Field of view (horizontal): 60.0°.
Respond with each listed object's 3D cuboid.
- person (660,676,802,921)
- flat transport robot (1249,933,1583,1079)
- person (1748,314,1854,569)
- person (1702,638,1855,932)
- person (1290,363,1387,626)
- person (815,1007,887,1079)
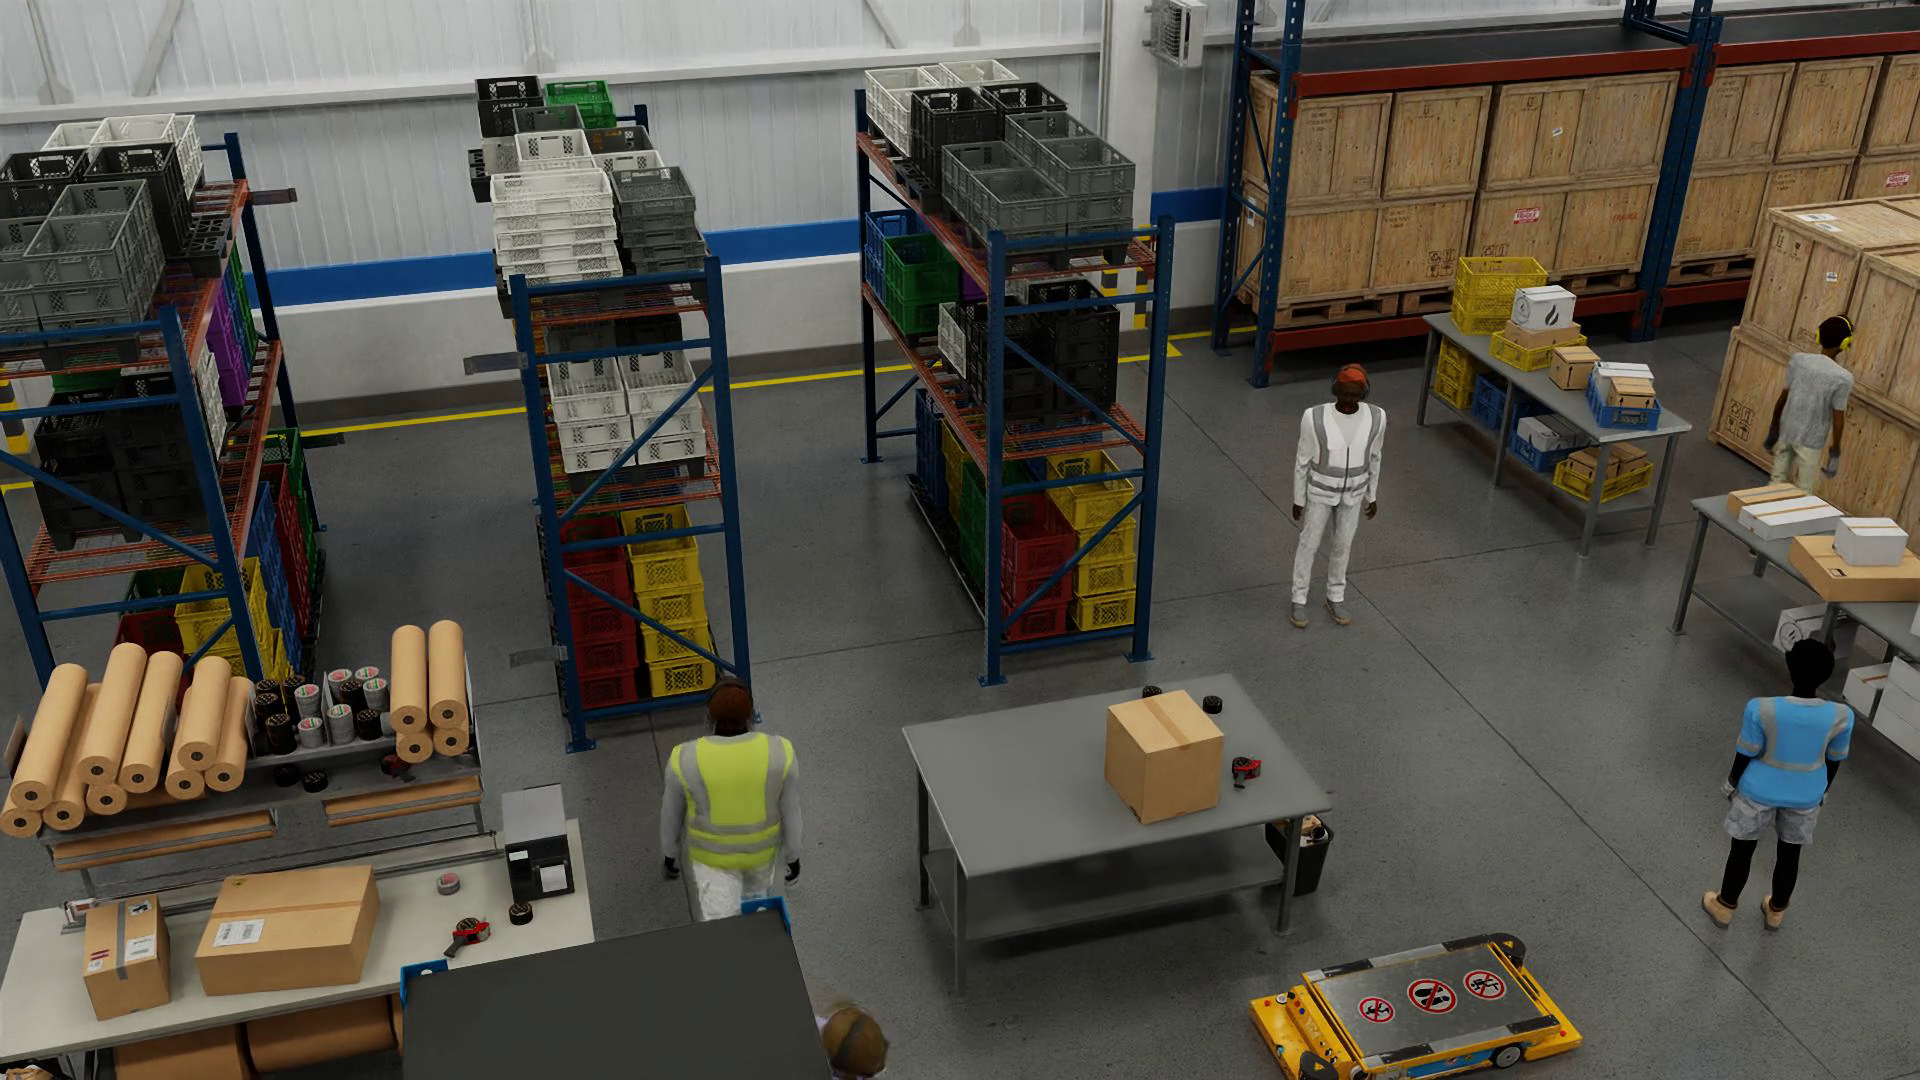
[{"bbox_3d":[-1.079,1.458,7.924,0.649,1.795,0.986,-6,29,-11],"label":"person"},{"bbox_3d":[2.184,2.282,7.980,1.431,0.197,0.652,-8,30,-14],"label":"flat transport robot"},{"bbox_3d":[5.956,-0.686,11.756,0.425,1.854,0.560,-16,33,-27],"label":"person"},{"bbox_3d":[4.121,1.255,8.383,0.531,1.692,0.320,4,29,8],"label":"person"},{"bbox_3d":[2.485,-0.296,11.009,0.579,1.881,0.342,-3,29,-5],"label":"person"},{"bbox_3d":[-0.520,2.372,6.150,0.432,1.892,0.796,-14,32,-24],"label":"person"}]
